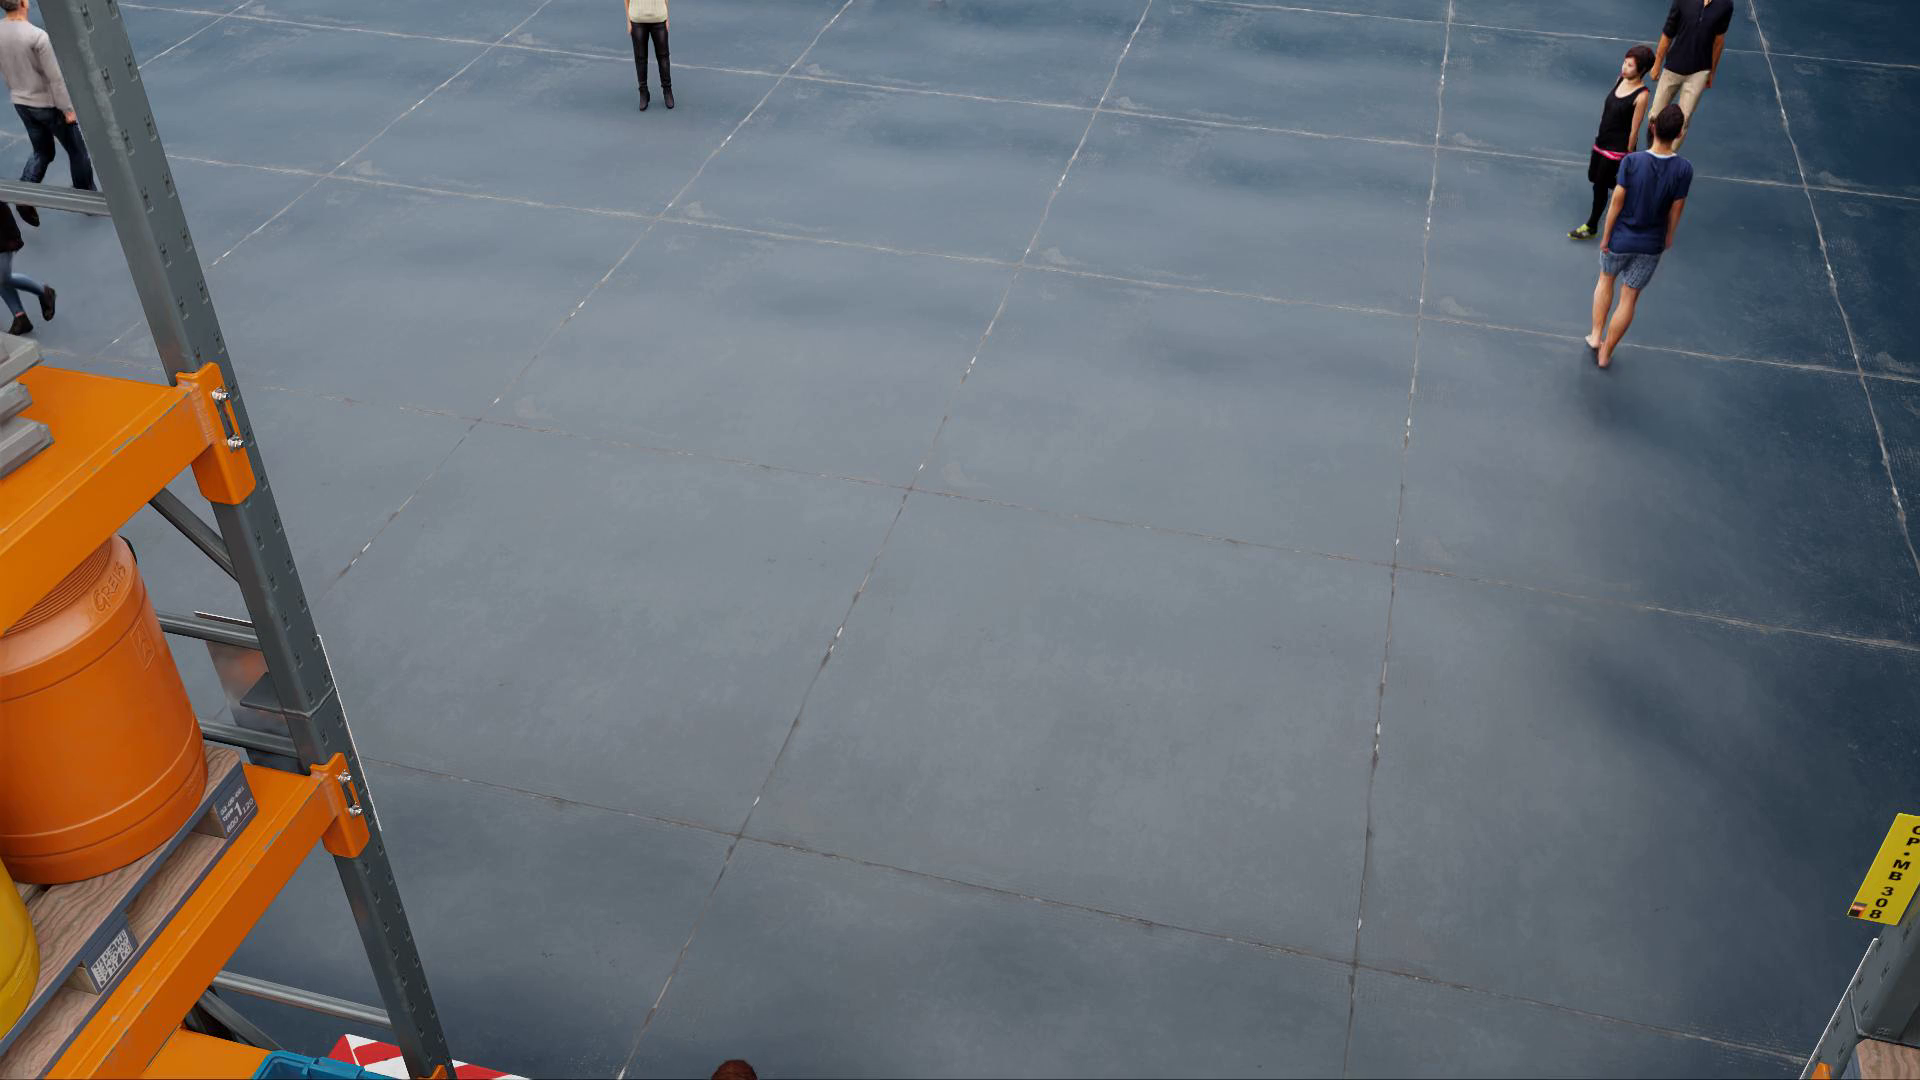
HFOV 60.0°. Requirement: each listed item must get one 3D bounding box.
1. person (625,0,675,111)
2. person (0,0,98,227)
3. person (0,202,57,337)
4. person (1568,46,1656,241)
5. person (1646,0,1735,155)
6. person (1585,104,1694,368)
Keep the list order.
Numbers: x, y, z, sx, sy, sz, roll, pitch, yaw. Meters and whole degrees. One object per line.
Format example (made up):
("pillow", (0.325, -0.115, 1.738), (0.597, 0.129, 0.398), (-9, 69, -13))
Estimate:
("person", (-2.748, -4.594, 14.656), (0.652, 1.587, 0.615), (-5, 38, -6))
("person", (-7.084, -3.282, 12.736), (0.774, 1.888, 1.072), (13, 40, 16))
("person", (-6.688, -2.173, 11.531), (0.644, 1.625, 0.719), (12, 40, 15))
("person", (5.072, -3.039, 12.709), (0.794, 1.537, 0.843), (-6, 38, -7))
("person", (5.876, -3.841, 13.488), (0.666, 1.841, 1.017), (11, 39, 14))
("person", (4.508, -1.964, 11.096), (0.648, 1.832, 0.672), (14, 40, 17))
